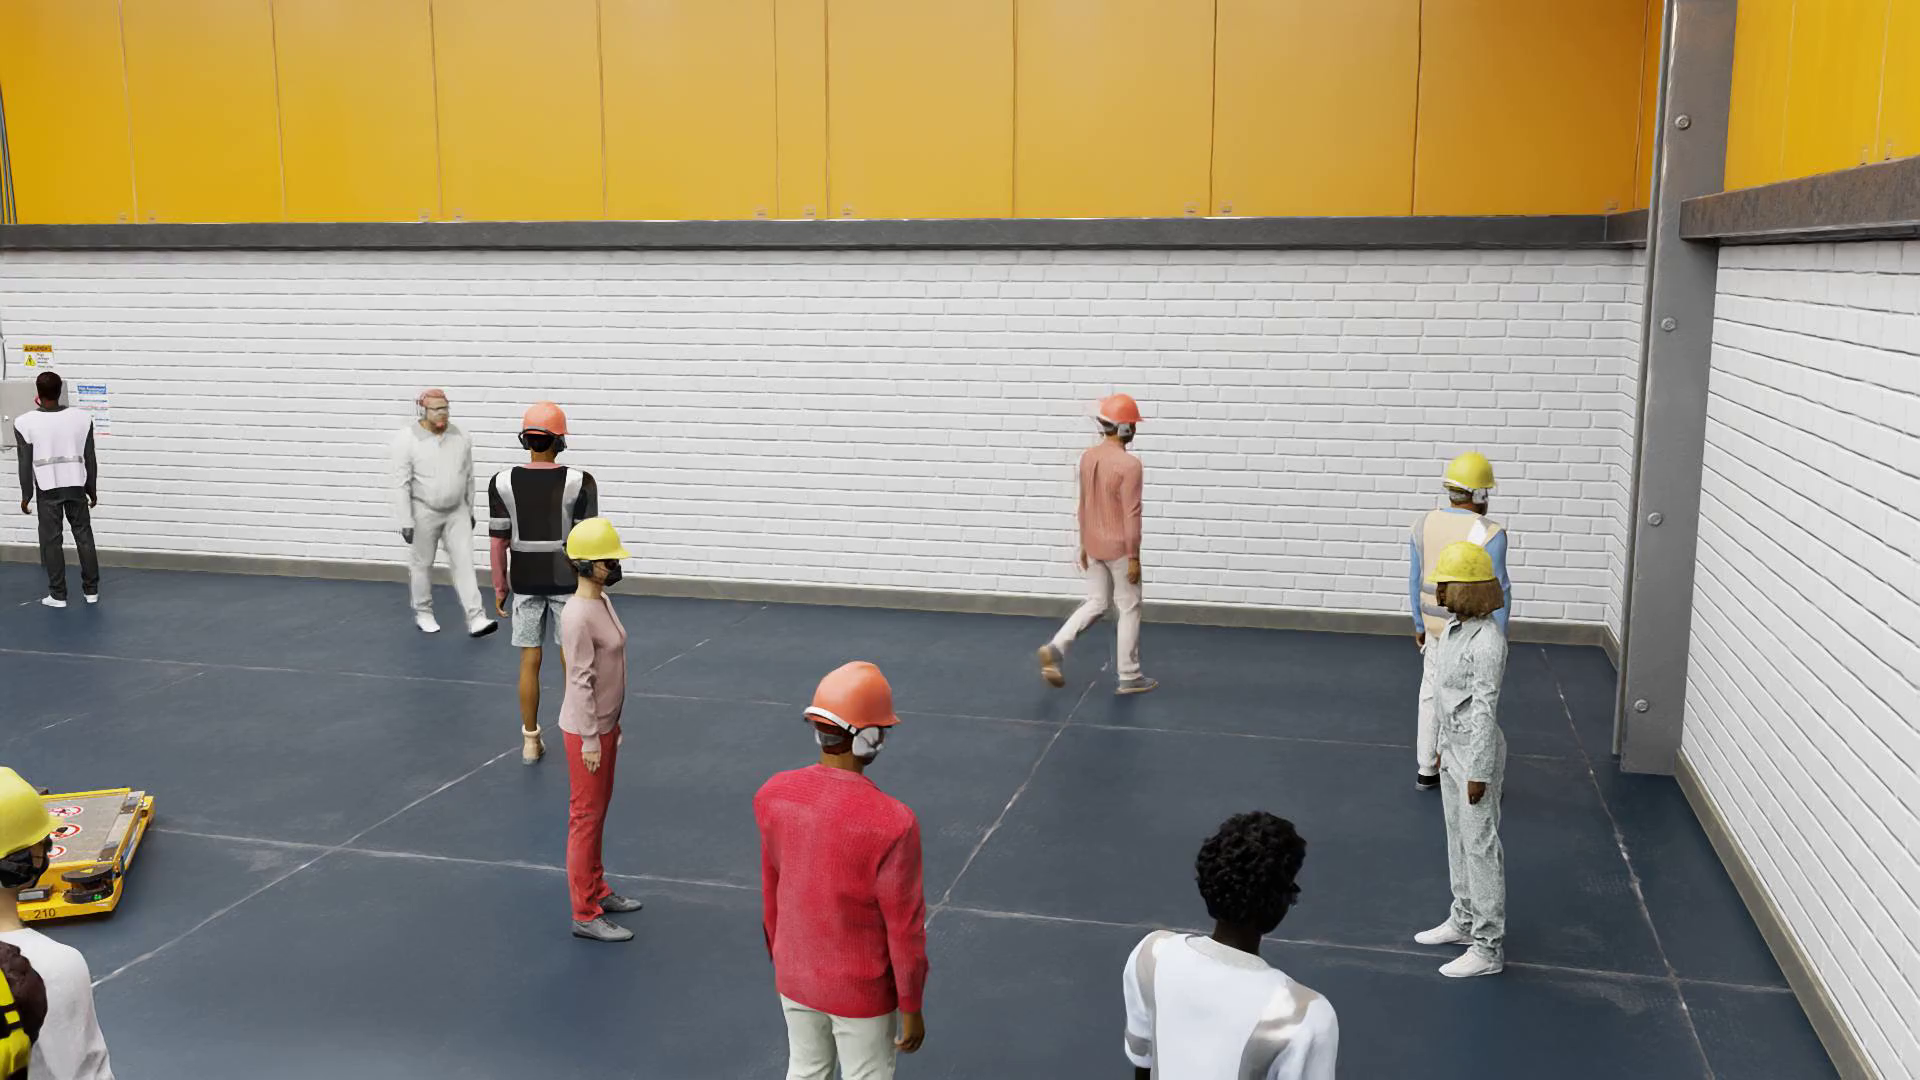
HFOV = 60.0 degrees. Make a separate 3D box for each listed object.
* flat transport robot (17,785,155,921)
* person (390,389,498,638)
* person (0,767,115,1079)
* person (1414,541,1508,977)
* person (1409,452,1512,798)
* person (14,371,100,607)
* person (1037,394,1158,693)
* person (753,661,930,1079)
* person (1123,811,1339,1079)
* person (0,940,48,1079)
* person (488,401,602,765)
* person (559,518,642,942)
[{"bbox_3d":[-4.164,1.412,7.660,0.652,0.197,1.431,-3,10,-19],"label":"flat transport robot"},{"bbox_3d":[-3.838,-0.182,12.351,0.673,1.857,0.984,-8,13,-40],"label":"person"},{"bbox_3d":[-2.019,1.354,3.600,0.525,1.772,0.306,3,10,19],"label":"person"},{"bbox_3d":[1.999,0.859,6.627,0.343,1.735,0.484,0,10,-1],"label":"person"},{"bbox_3d":[2.632,0.454,8.712,0.404,1.832,0.599,-7,12,-35],"label":"person"},{"bbox_3d":[-7.333,-0.410,13.547,0.589,1.920,0.399,-9,13,-42],"label":"person"},{"bbox_3d":[0.915,0.044,10.738,0.747,1.976,0.621,-6,11,-30],"label":"person"},{"bbox_3d":[-0.308,1.194,4.626,0.567,1.741,0.353,7,12,37],"label":"person"},{"bbox_3d":[0.573,1.403,3.557,0.322,1.686,0.540,-9,13,-44],"label":"person"},{"bbox_3d":[-1.434,1.488,2.497,0.324,1.876,0.526,-8,12,-38],"label":"person"},{"bbox_3d":[-2.306,0.243,9.336,0.616,2.041,0.382,0,10,-2],"label":"person"},{"bbox_3d":[-1.514,0.782,6.978,0.312,1.768,0.522,0,10,-3],"label":"person"}]
